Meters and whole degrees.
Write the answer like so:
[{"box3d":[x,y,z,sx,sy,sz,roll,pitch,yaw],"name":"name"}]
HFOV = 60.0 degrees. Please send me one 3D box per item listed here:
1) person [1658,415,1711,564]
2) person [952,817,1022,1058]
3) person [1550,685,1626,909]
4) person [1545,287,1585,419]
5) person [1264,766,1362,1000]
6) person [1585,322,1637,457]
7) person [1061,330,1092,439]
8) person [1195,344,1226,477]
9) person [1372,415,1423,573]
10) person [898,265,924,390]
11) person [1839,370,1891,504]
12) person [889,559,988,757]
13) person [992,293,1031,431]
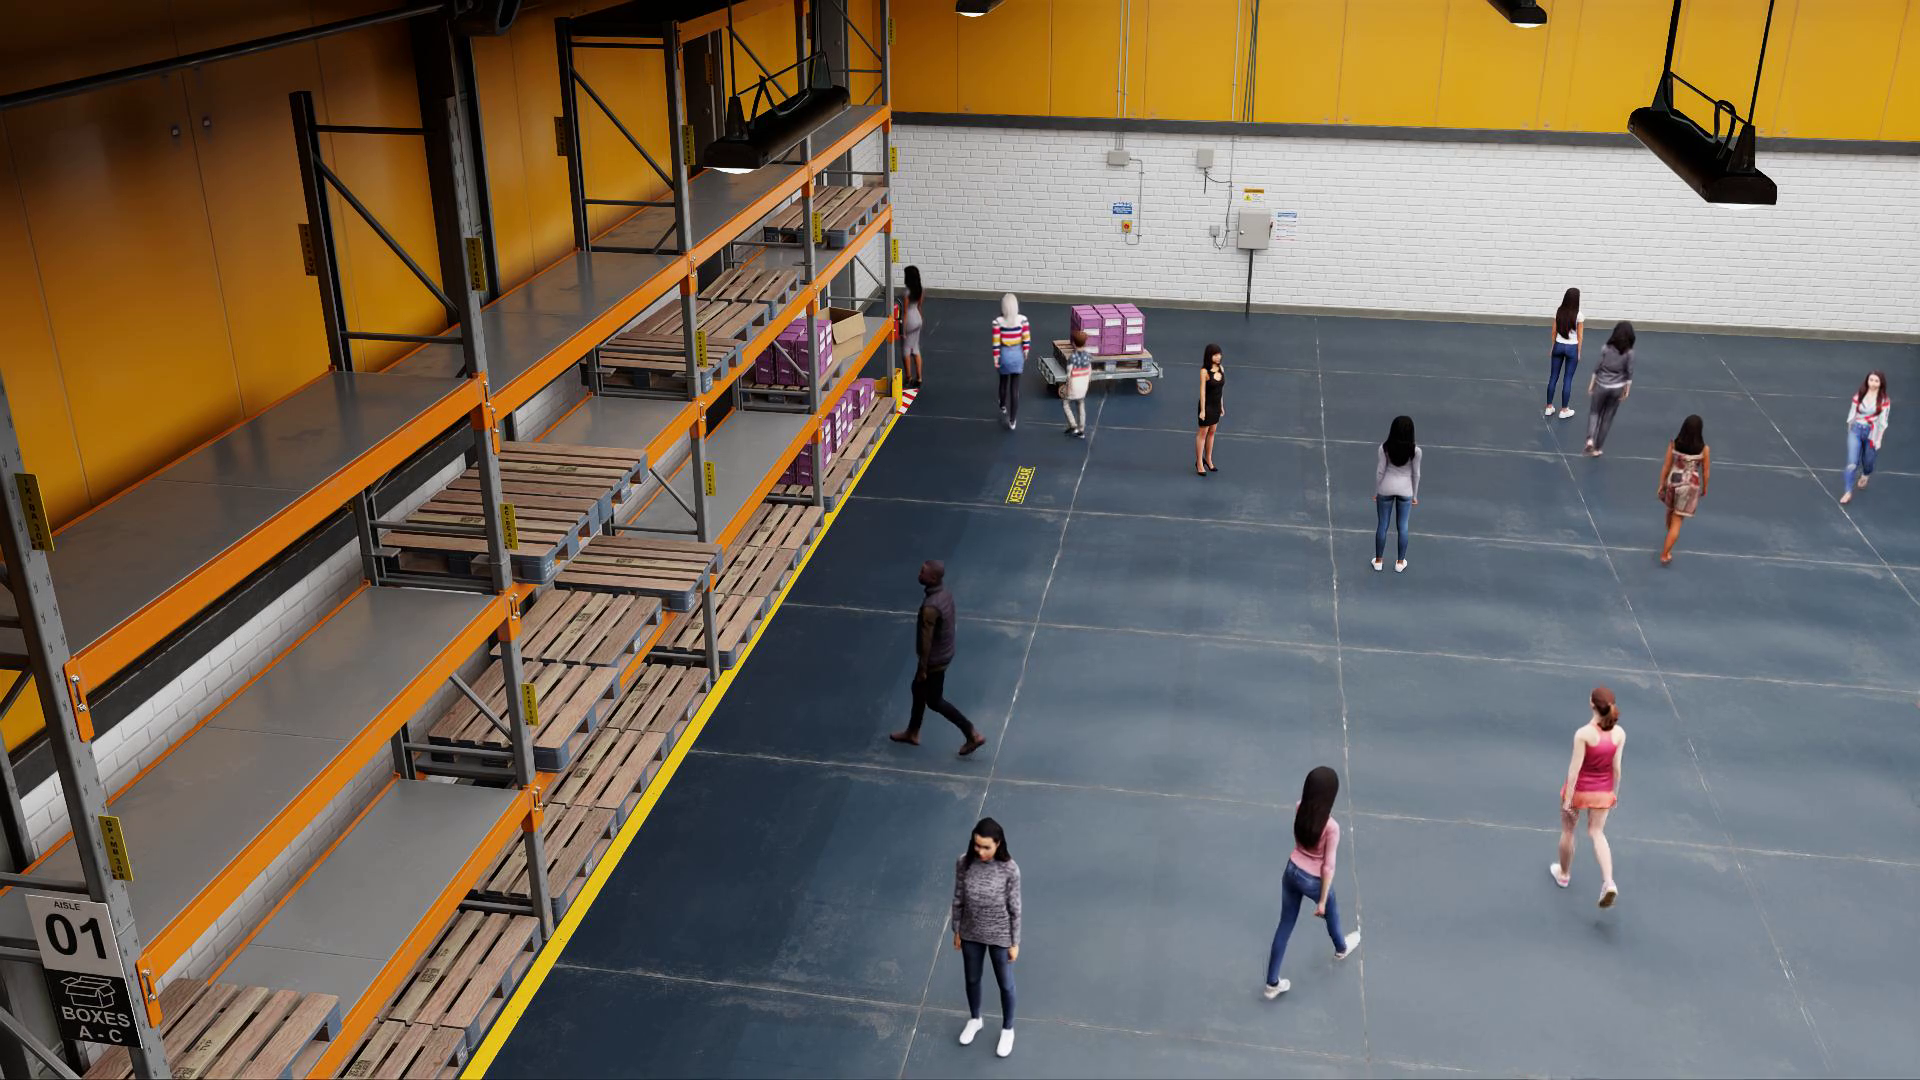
[{"box3d":[7.778,-0.523,17.973,0.926,1.597,1.208,14,27,29],"name":"person"},{"box3d":[0.186,2.537,10.803,0.642,1.732,0.581,8,25,17],"name":"person"},{"box3d":[4.667,1.905,12.241,0.727,1.738,1.034,-2,24,-5],"name":"person"},{"box3d":[8.122,-2.520,22.320,0.668,1.775,0.694,22,32,40],"name":"person"},{"box3d":[2.295,2.348,11.279,1.171,1.698,1.050,-18,29,-35],"name":"person"},{"box3d":[8.117,-1.842,20.811,0.737,1.741,0.774,11,26,23],"name":"person"},{"box3d":[1.551,-1.996,21.550,0.624,1.431,0.668,-13,27,-27],"name":"person"},{"box3d":[3.056,-1.618,20.412,0.593,1.650,0.676,-19,30,-37],"name":"person"},{"box3d":[4.643,-0.497,17.743,0.611,1.735,0.519,5,24,11],"name":"person"},{"box3d":[-0.652,-2.965,23.345,0.826,1.769,0.744,21,31,39],"name":"person"},{"box3d":[10.692,-1.237,19.609,0.888,1.595,1.061,19,30,37],"name":"person"},{"box3d":[-0.153,1.028,14.164,0.765,1.806,1.043,4,24,9],"name":"person"},{"box3d":[0.679,-2.325,21.896,0.801,1.757,1.156,0,24,-1],"name":"person"}]
